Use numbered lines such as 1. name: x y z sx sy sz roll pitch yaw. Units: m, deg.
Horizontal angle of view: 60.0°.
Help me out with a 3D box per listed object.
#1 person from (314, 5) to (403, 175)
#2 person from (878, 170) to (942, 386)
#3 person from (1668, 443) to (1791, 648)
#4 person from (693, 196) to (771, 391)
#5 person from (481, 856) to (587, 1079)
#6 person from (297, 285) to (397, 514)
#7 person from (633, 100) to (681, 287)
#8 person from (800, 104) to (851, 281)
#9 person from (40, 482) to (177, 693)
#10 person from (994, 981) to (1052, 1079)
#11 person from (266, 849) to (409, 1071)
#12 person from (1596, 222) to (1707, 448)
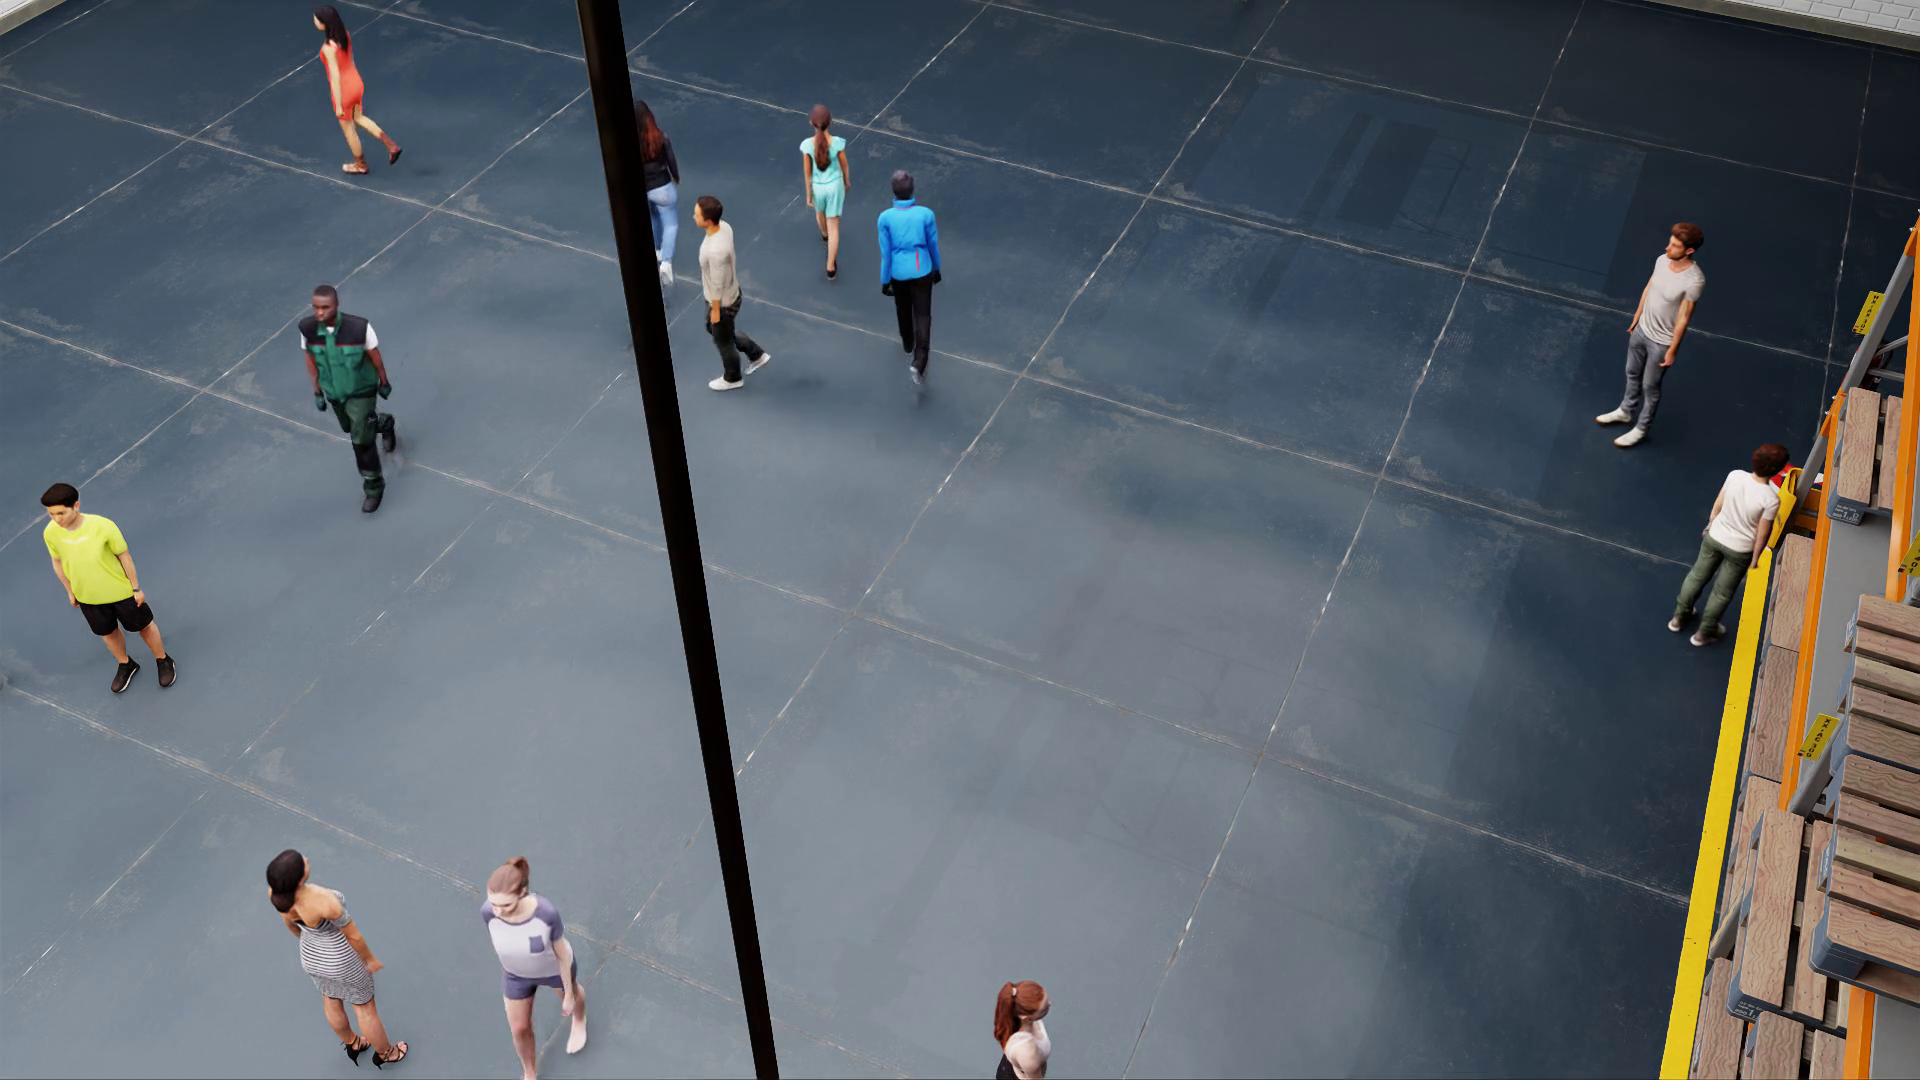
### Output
1. person: -5.582 -4.132 15.353 0.817 1.708 0.874 5 44 6
2. person: -0.400 -2.043 13.114 0.963 1.770 1.204 0 44 0
3. person: 5.110 0.023 11.031 0.677 1.653 0.658 -26 49 -24
4. person: -1.757 -1.896 12.941 0.886 1.797 0.835 -4 44 -4
5. person: -2.177 2.156 8.724 0.768 1.747 0.913 -1 44 -1
6. person: -4.423 -1.143 12.142 0.965 1.808 1.257 2 44 2
7. person: -2.606 -2.947 14.182 0.874 1.608 1.110 0 44 0
8. person: -1.137 -2.958 14.261 0.832 1.514 1.109 1 44 1
9. person: -5.518 0.288 10.712 0.703 1.709 0.720 -6 44 -6
10. person: 0.296 2.682 8.177 0.730 1.740 0.645 -9 44 -9
11. person: -3.254 2.195 8.628 0.609 1.822 0.548 14 45 15
12. person: 5.266 -1.556 12.518 0.804 1.889 0.735 -12 45 -12
